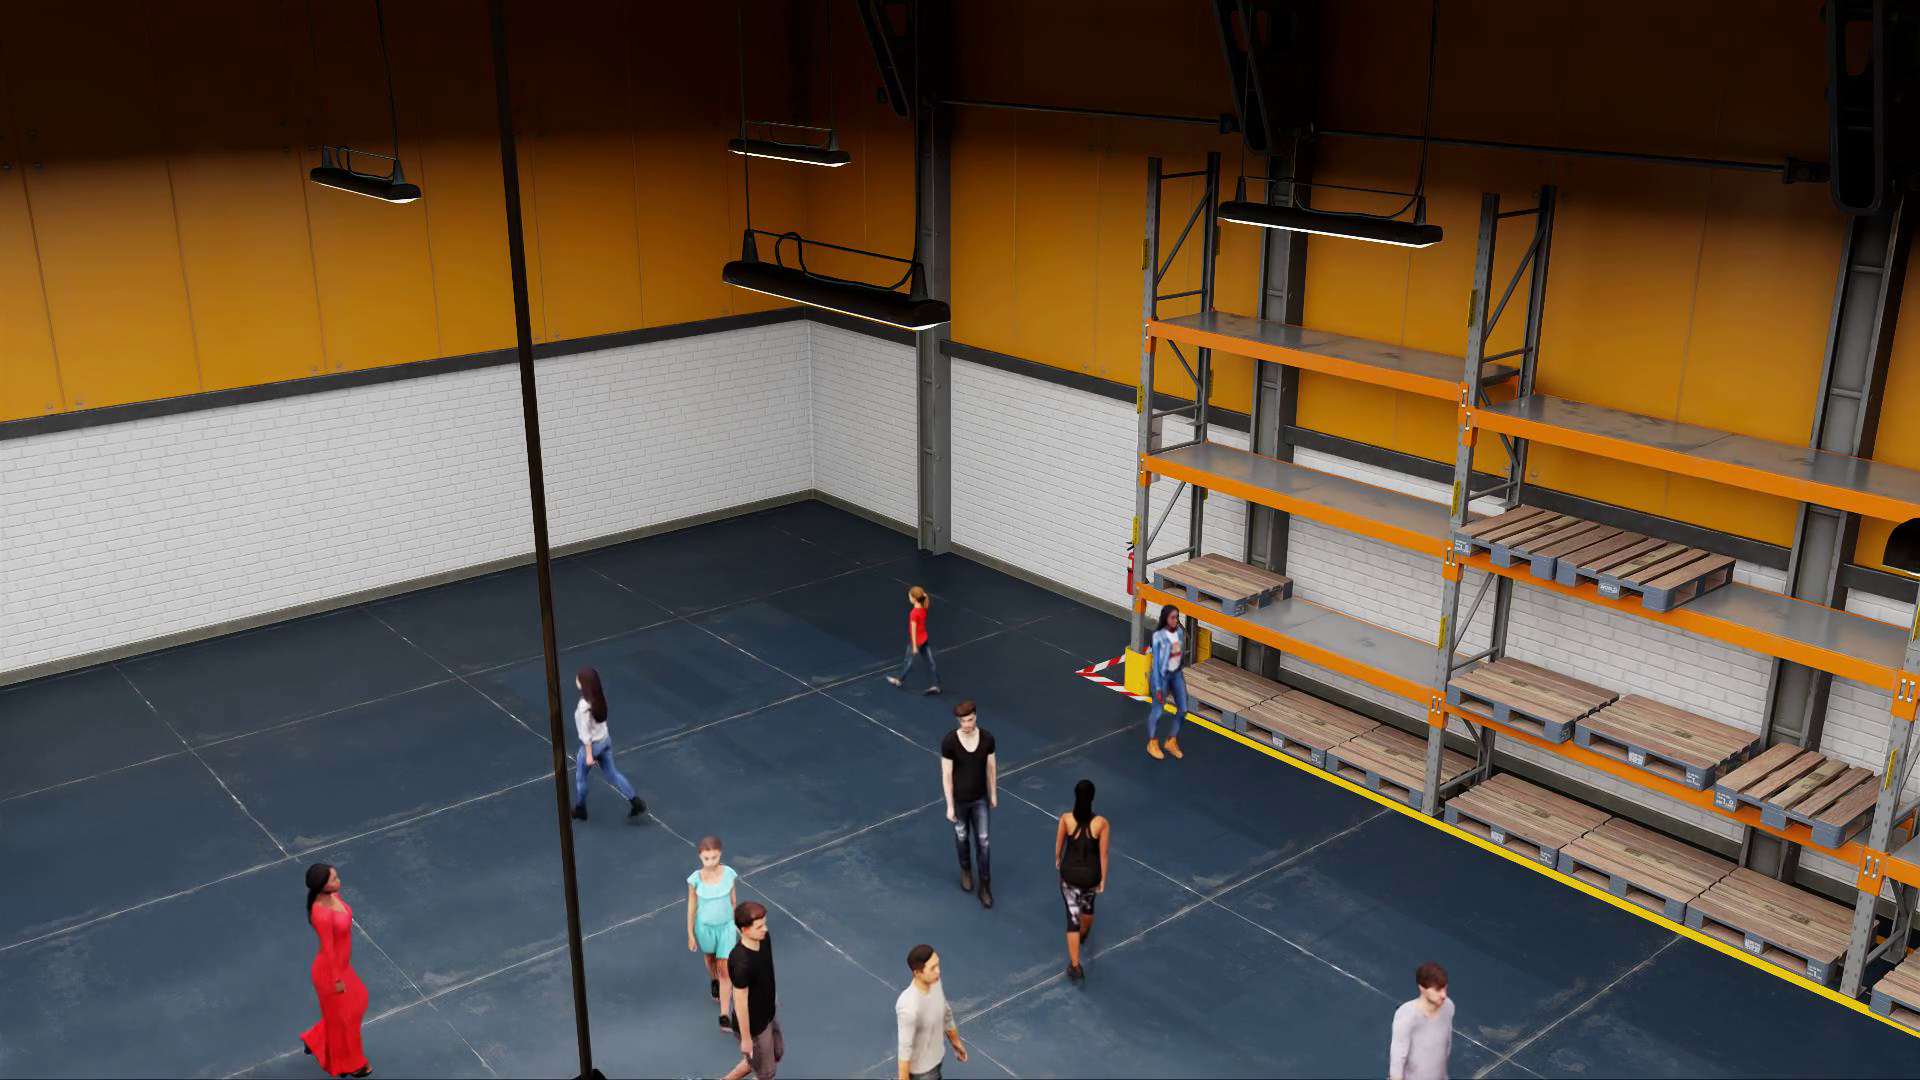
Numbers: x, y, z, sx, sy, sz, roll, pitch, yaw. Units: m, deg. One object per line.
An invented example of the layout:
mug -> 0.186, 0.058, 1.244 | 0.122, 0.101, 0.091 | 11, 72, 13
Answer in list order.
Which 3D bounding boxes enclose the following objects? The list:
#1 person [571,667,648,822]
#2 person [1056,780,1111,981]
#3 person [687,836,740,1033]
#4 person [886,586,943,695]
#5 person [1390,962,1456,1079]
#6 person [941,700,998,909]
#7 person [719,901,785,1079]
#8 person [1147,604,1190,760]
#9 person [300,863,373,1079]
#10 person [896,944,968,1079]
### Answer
person -> -3.392, 1.985, 15.867 | 1.142, 1.600, 1.003 | 5, 19, 14
person -> 0.981, 2.765, 13.502 | 1.083, 1.631, 1.122 | 2, 19, 6
person -> -1.923, 2.997, 12.993 | 0.901, 1.515, 1.126 | -4, 19, -10
person -> -0.398, 1.162, 18.812 | 0.955, 1.280, 0.673 | 11, 21, 29
person -> 2.941, 3.543, 10.920 | 0.890, 1.804, 1.252 | -8, 20, -23
person -> 0.050, 2.235, 14.704 | 0.938, 1.868, 1.049 | -2, 19, -7
person -> -1.498, 3.305, 11.563 | 1.039, 1.843, 0.956 | 4, 19, 11
person -> 2.078, 1.455, 17.290 | 0.660, 1.696, 0.699 | -11, 21, -29
person -> -4.637, 3.153, 12.122 | 0.860, 1.776, 0.810 | -4, 19, -11
person -> -0.337, 3.484, 11.146 | 1.221, 1.772, 1.030 | 6, 20, 17
